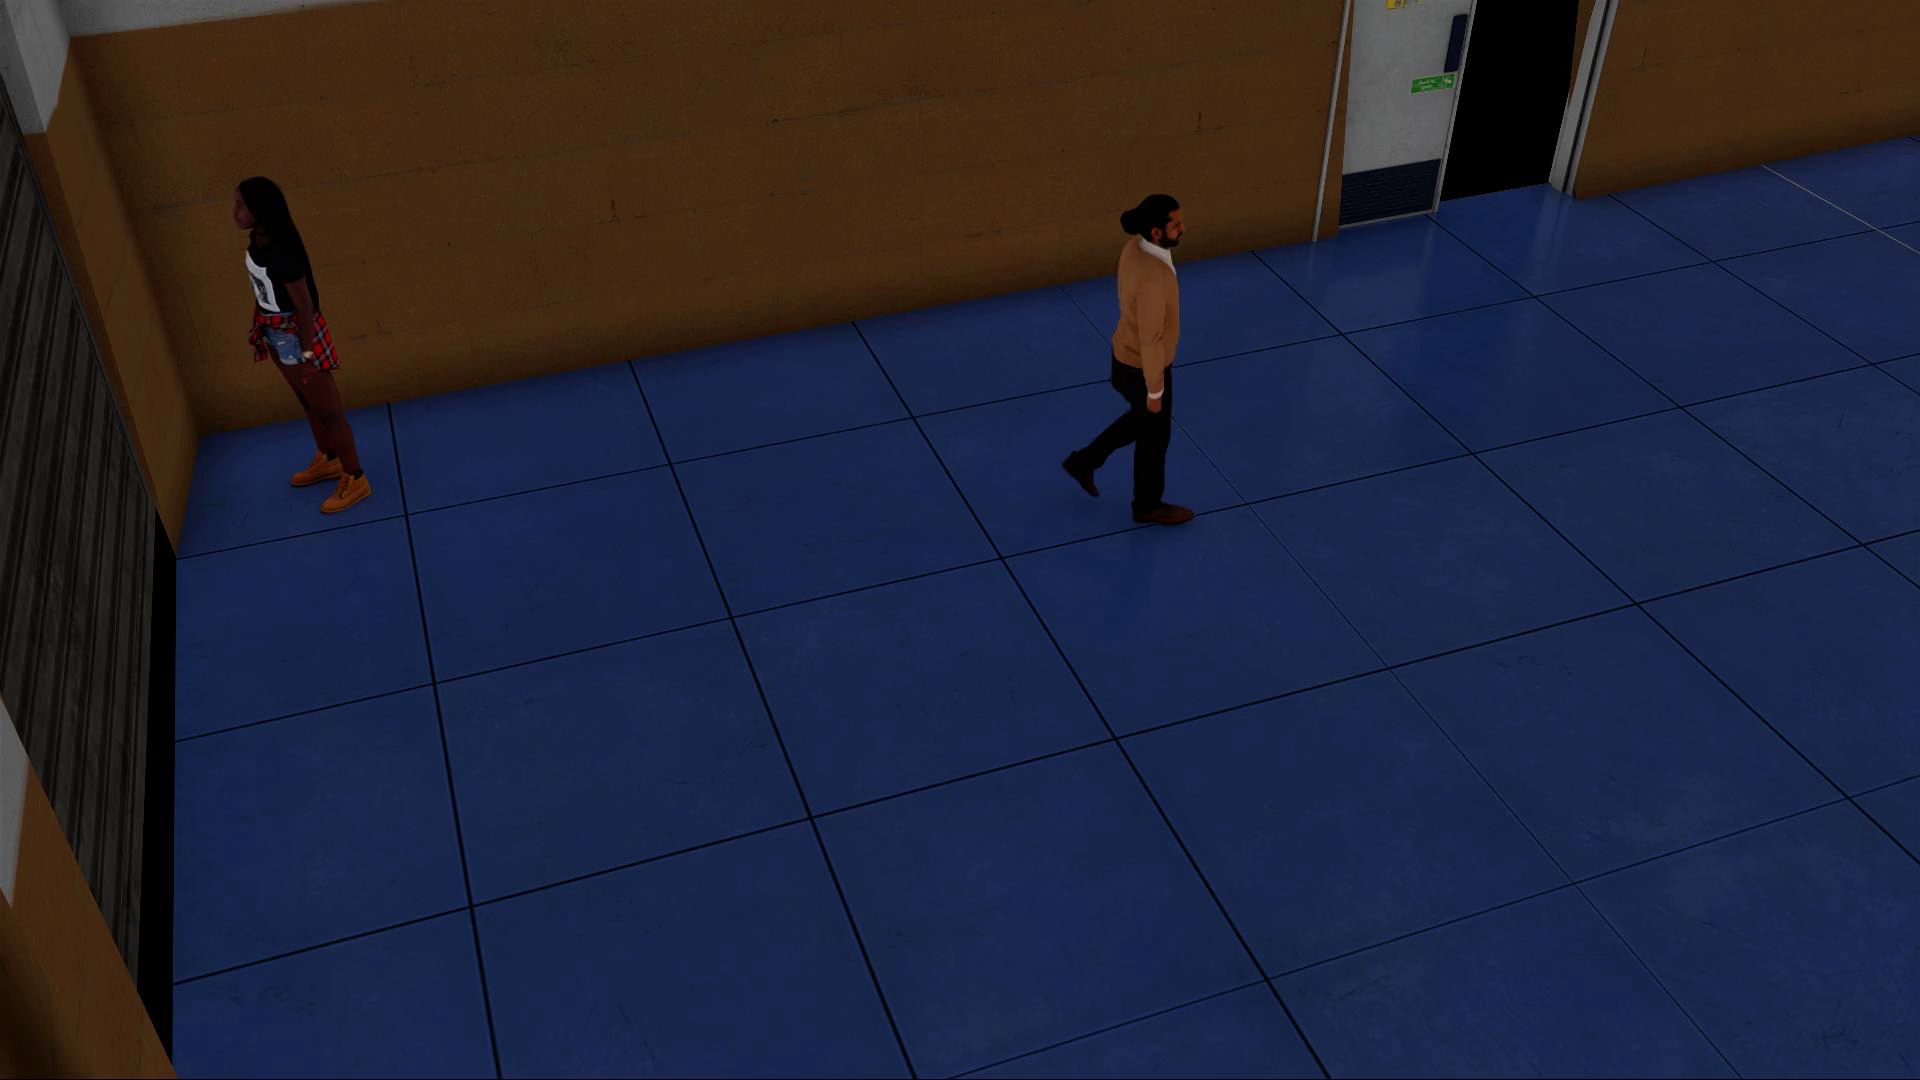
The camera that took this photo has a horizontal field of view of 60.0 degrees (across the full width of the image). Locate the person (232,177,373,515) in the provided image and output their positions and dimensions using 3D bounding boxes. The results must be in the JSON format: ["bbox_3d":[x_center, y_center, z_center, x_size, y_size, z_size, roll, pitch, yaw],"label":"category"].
[{"bbox_3d":[-3.162,-0.936,7.956,0.755,1.728,0.645,-27,44,-31],"label":"person"}]

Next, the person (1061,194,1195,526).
[{"bbox_3d":[0.801,-0.819,7.787,0.886,1.745,0.923,-1,37,-2],"label":"person"}]
